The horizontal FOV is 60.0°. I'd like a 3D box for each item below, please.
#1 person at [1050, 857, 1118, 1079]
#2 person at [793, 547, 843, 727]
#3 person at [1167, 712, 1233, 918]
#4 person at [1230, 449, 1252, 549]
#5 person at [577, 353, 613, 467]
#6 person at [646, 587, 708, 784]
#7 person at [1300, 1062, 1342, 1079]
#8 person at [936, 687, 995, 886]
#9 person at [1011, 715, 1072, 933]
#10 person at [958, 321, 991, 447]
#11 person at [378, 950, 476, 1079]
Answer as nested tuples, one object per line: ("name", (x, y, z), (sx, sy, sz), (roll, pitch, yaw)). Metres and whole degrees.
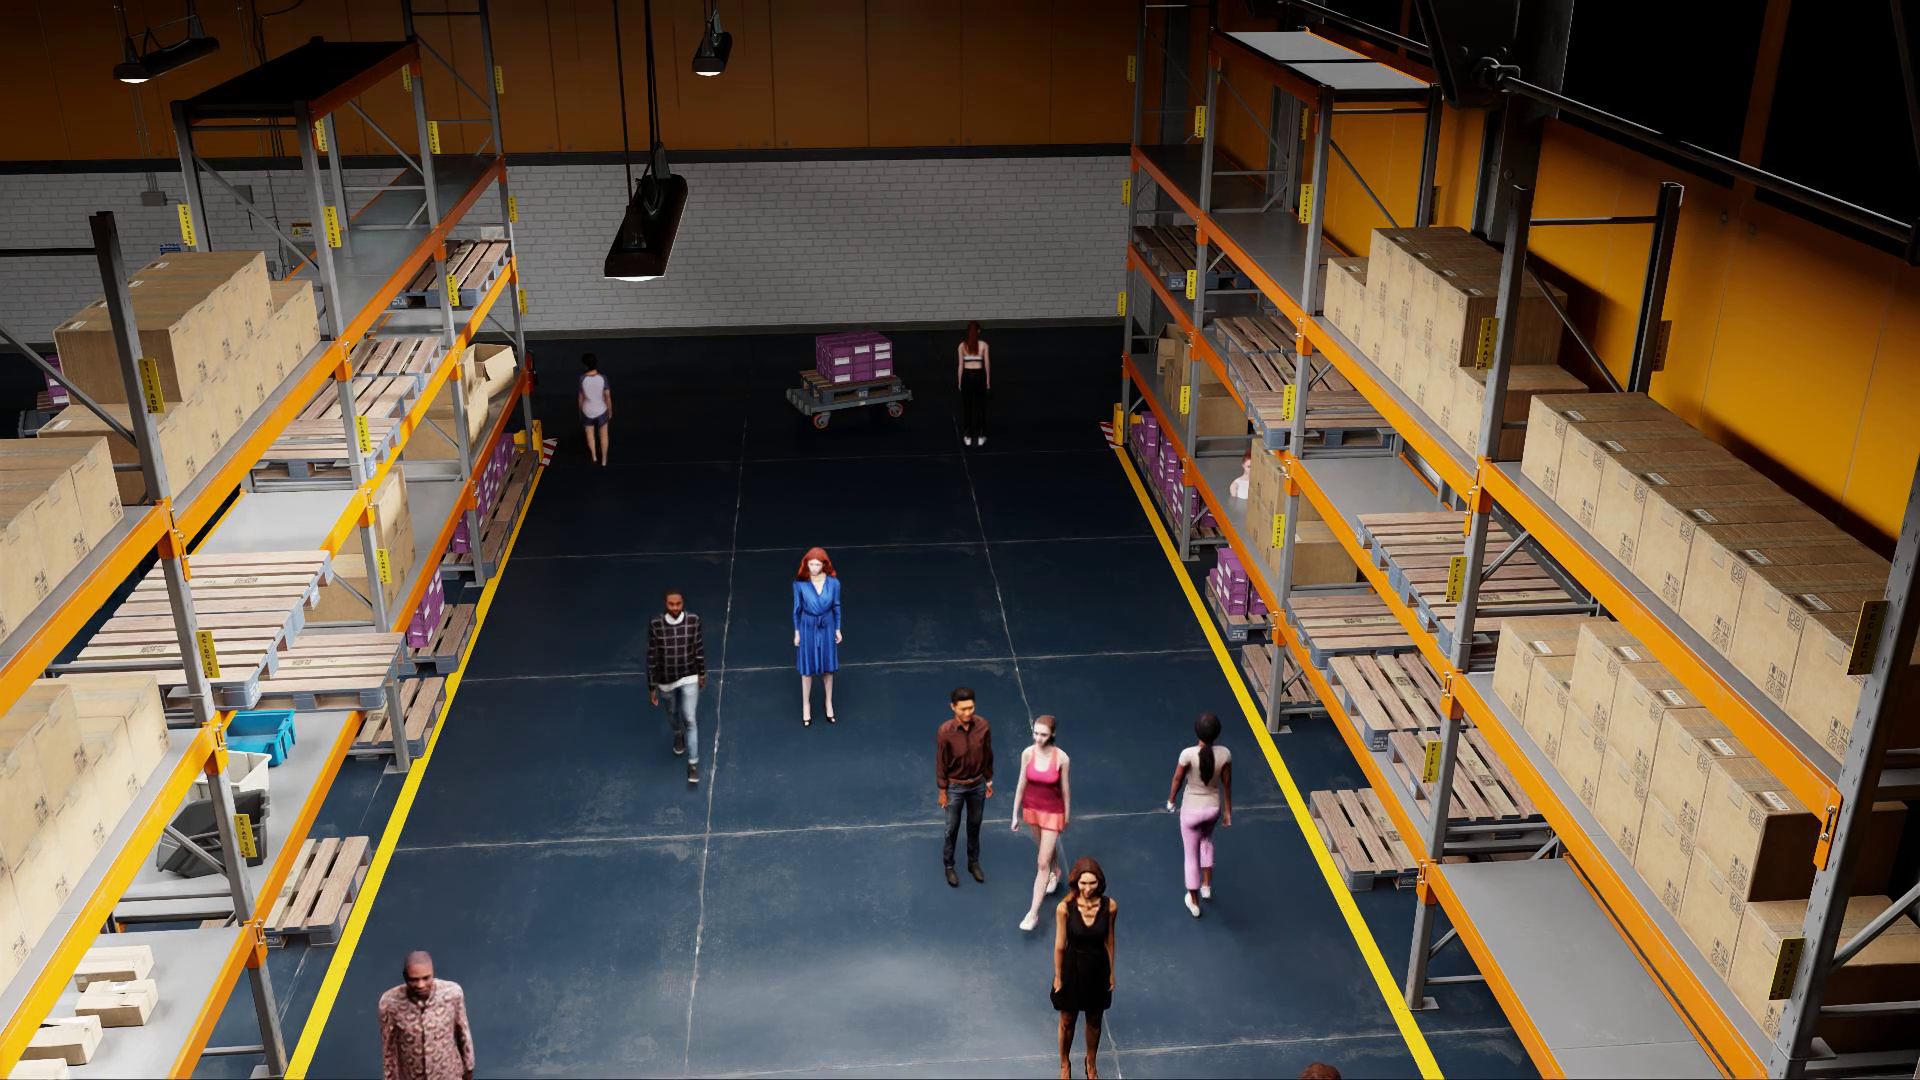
("person", (0.828, 2.908, 11.068), (0.578, 1.835, 0.523), (-3, 24, -7))
("person", (-1.342, 0.894, 15.685), (0.636, 1.827, 0.601), (-5, 24, -10))
("person", (1.902, 2.166, 12.897), (0.626, 1.729, 0.663), (-6, 24, -13))
("person", (3.105, -0.140, 18.092), (0.575, 1.793, 0.530), (-5, 24, -10))
("person", (-4.819, -1.689, 21.941), (0.616, 1.548, 0.588), (-6, 24, -13))
("person", (-2.565, 1.215, 15.017), (0.701, 1.772, 1.180), (-3, 24, -7))
("person", (1.977, 3.685, 9.521), (0.722, 1.651, 0.586), (-11, 26, -24))
("person", (0.030, 1.949, 13.332), (0.688, 1.778, 0.624), (-9, 25, -20))
("person", (0.690, 2.115, 13.047), (0.963, 1.702, 1.215), (10, 26, 22))
("person", (0.187, -2.151, 22.757), (0.599, 1.742, 0.518), (0, 24, 0))
("person", (-3.293, 3.259, 10.317), (0.817, 1.792, 0.947), (-8, 25, -17))
